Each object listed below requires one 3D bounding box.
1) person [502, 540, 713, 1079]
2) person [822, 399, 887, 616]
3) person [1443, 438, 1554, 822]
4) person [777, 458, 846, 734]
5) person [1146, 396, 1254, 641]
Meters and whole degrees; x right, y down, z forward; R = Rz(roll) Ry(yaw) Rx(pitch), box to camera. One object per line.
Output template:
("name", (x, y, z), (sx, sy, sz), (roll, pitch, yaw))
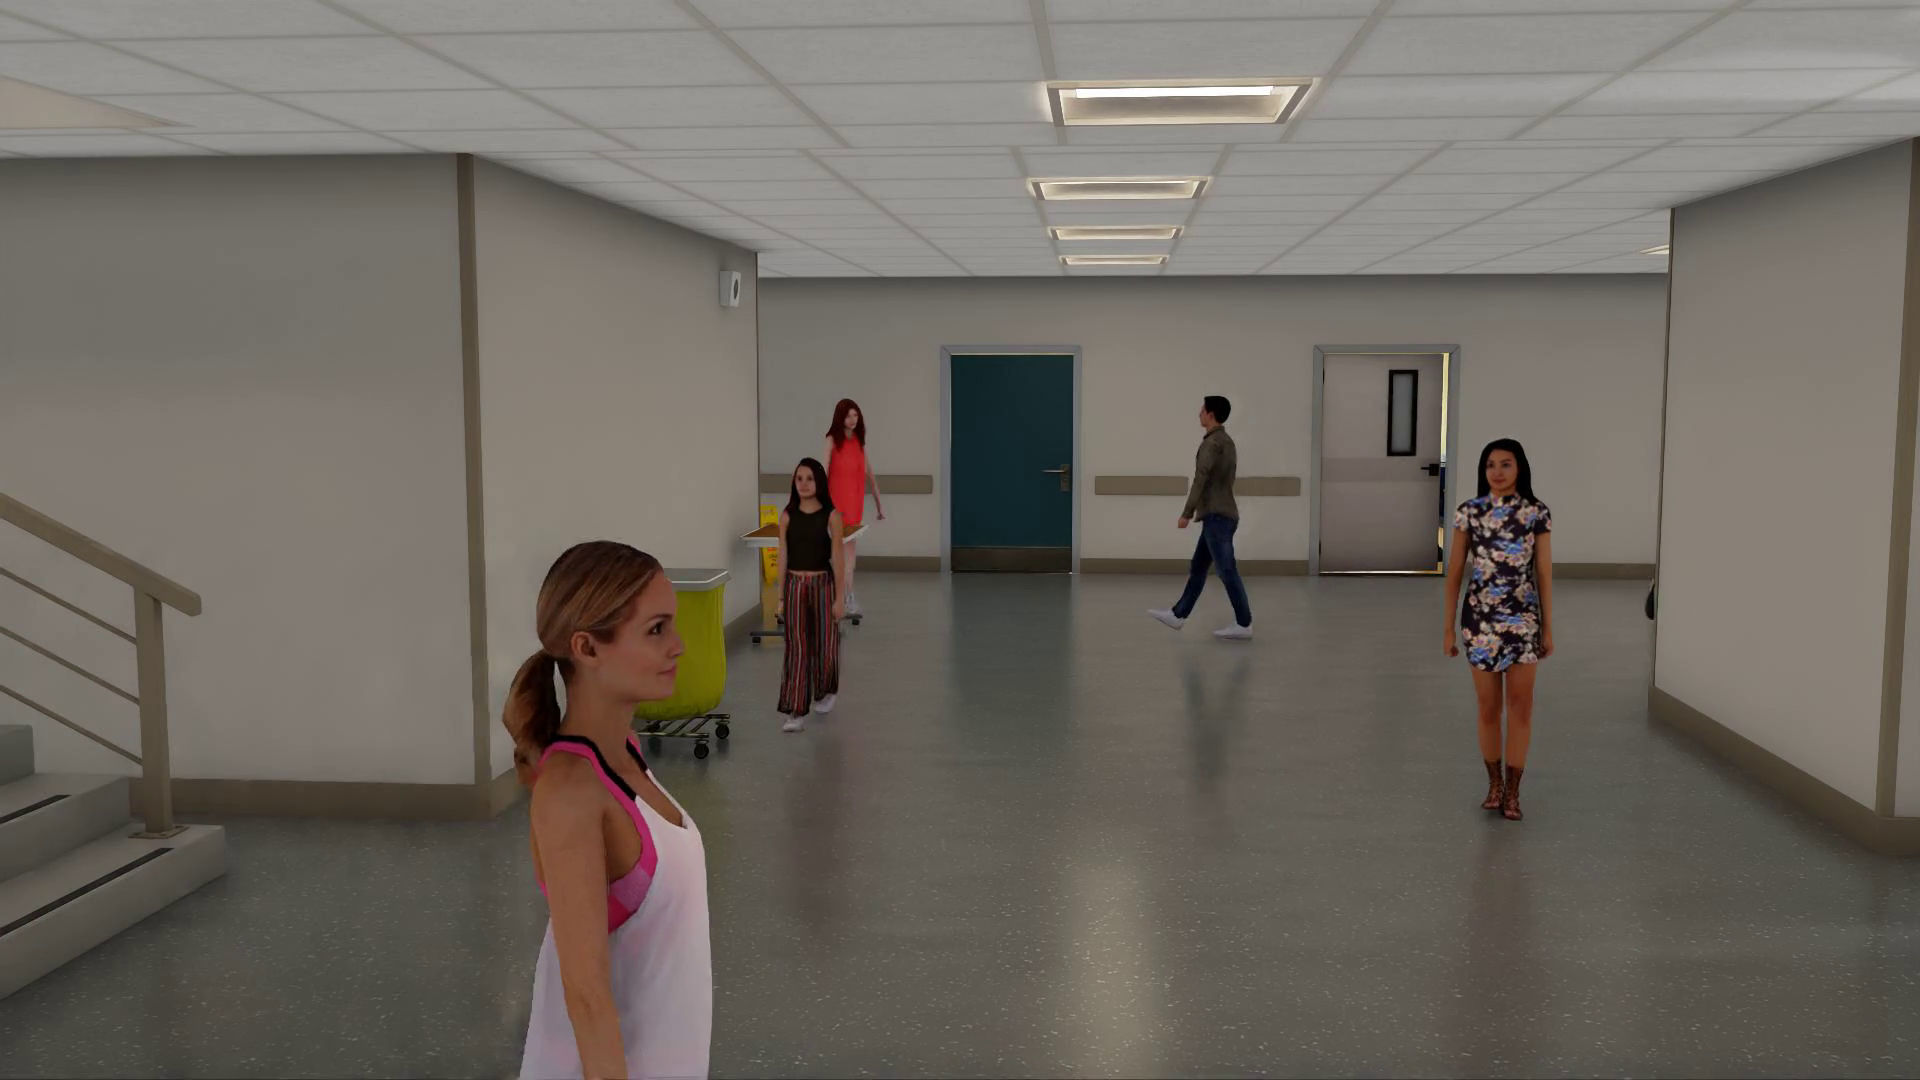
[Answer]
("person", (-0.631, 0.910, 2.503), (1.158, 1.743, 0.653), (0, 6, 2))
("person", (-1.008, -0.247, 13.692), (0.925, 1.805, 0.880), (5, 8, 42))
("person", (2.501, 0.405, 7.670), (0.807, 1.714, 0.810), (2, 6, 21))
("person", (-0.820, 0.322, 9.488), (1.094, 1.515, 0.657), (1, 6, 9))
("person", (2.019, -0.136, 12.482), (1.163, 1.827, 0.885), (2, 6, 19))
